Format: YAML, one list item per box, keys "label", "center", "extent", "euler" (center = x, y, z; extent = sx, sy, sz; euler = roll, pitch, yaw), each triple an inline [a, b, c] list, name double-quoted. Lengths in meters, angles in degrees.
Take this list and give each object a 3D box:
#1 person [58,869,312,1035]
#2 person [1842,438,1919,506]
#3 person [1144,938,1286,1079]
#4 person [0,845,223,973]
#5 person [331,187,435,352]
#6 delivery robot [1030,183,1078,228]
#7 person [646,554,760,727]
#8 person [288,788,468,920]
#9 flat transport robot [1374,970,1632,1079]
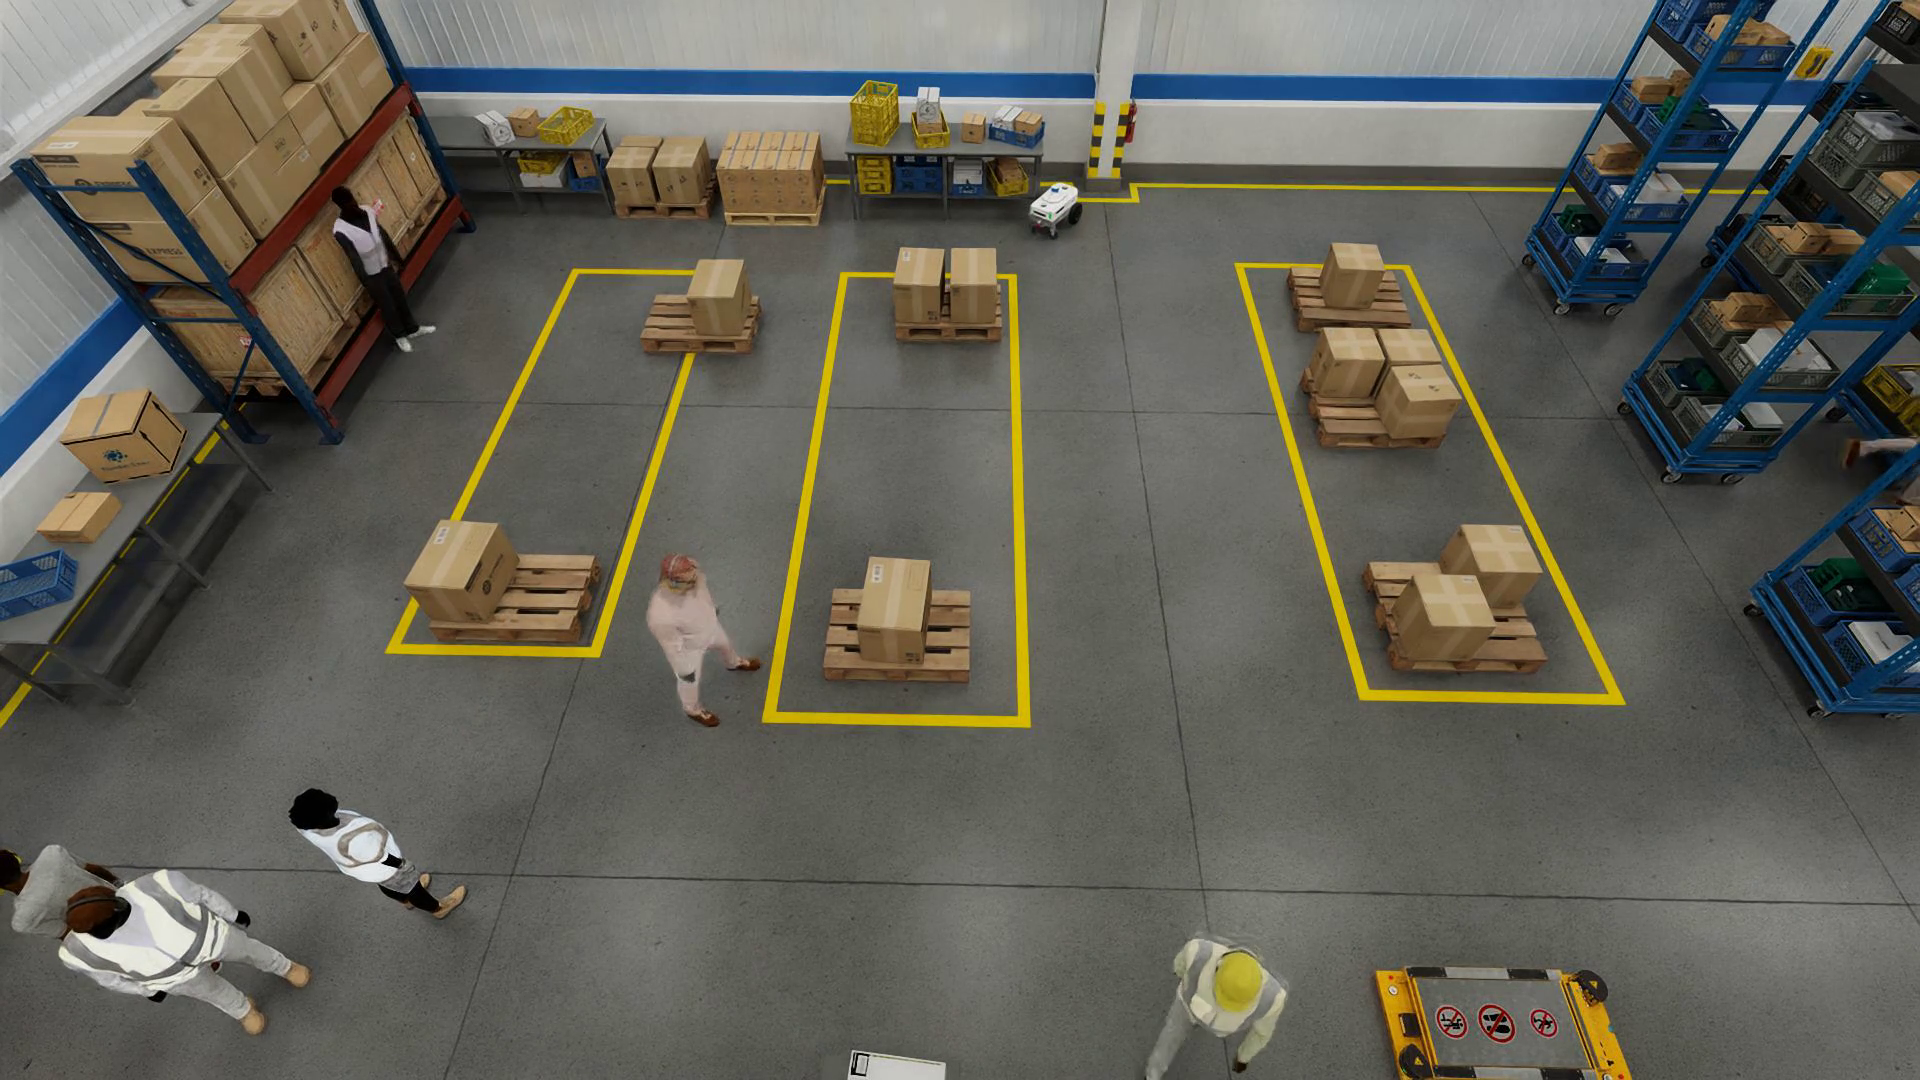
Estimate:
- label: "person"
  center: [-4.596, 2.454, 5.464]
  extent: [0.430, 1.841, 0.624]
  euler: [27, 56, 21]
- label: "person"
  center: [9.059, -1.114, 8.305]
  extent: [0.644, 1.957, 0.871]
  euler: [-37, 59, -26]
- label: "person"
  center: [1.471, 2.712, 5.298]
  extent: [0.602, 1.772, 0.970]
  euler: [23, 54, 17]
- label: "person"
  center: [-5.205, 2.302, 5.567]
  extent: [0.335, 1.873, 0.520]
  euler: [-10, 52, -8]
- label: "person"
  center: [-6.217, -2.888, 9.783]
  extent: [0.423, 1.900, 0.679]
  euler: [7, 51, 6]
- label: "delivery robot"
  center: [1.200, -4.302, 11.731]
  extent: [0.477, 0.478, 0.707]
  euler: [29, 56, 22]
- label: "person"
  center: [-1.973, 0.707, 6.857]
  extent: [0.398, 1.892, 0.688]
  euler: [10, 52, 8]
- label: "person"
  center: [-3.766, 2.035, 5.894]
  extent: [0.532, 1.697, 0.319]
  euler: [15, 52, 12]
- label: "flat transport robot"
  center: [3.501, 3.133, 5.914]
  extent: [1.431, 0.197, 0.652]
  euler: [1, 51, 1]
